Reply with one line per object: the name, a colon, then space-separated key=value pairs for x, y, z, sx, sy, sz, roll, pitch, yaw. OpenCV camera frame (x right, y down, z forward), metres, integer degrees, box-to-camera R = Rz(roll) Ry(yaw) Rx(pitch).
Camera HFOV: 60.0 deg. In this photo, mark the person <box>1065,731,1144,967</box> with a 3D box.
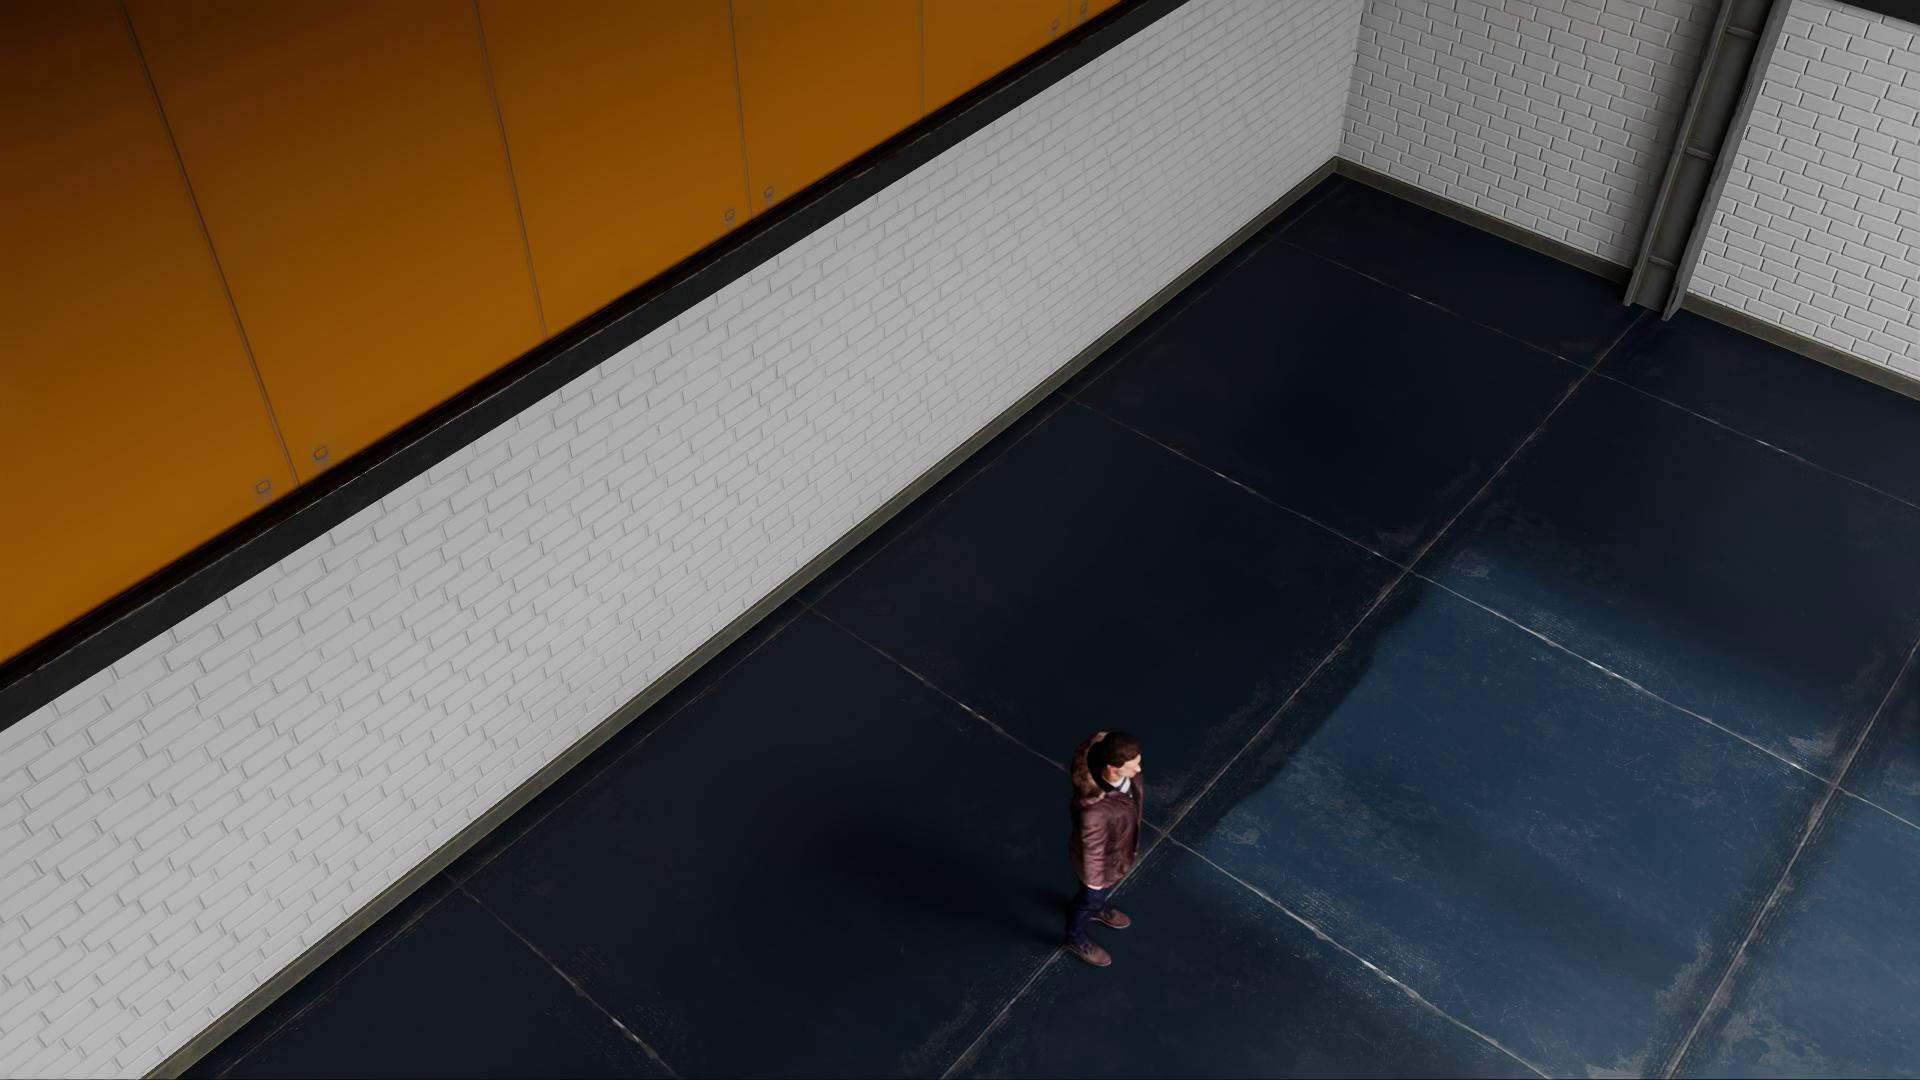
person: x=0.764 y=1.619 z=8.982 sx=0.754 sy=1.841 sz=0.815 roll=18 pitch=46 yaw=18
